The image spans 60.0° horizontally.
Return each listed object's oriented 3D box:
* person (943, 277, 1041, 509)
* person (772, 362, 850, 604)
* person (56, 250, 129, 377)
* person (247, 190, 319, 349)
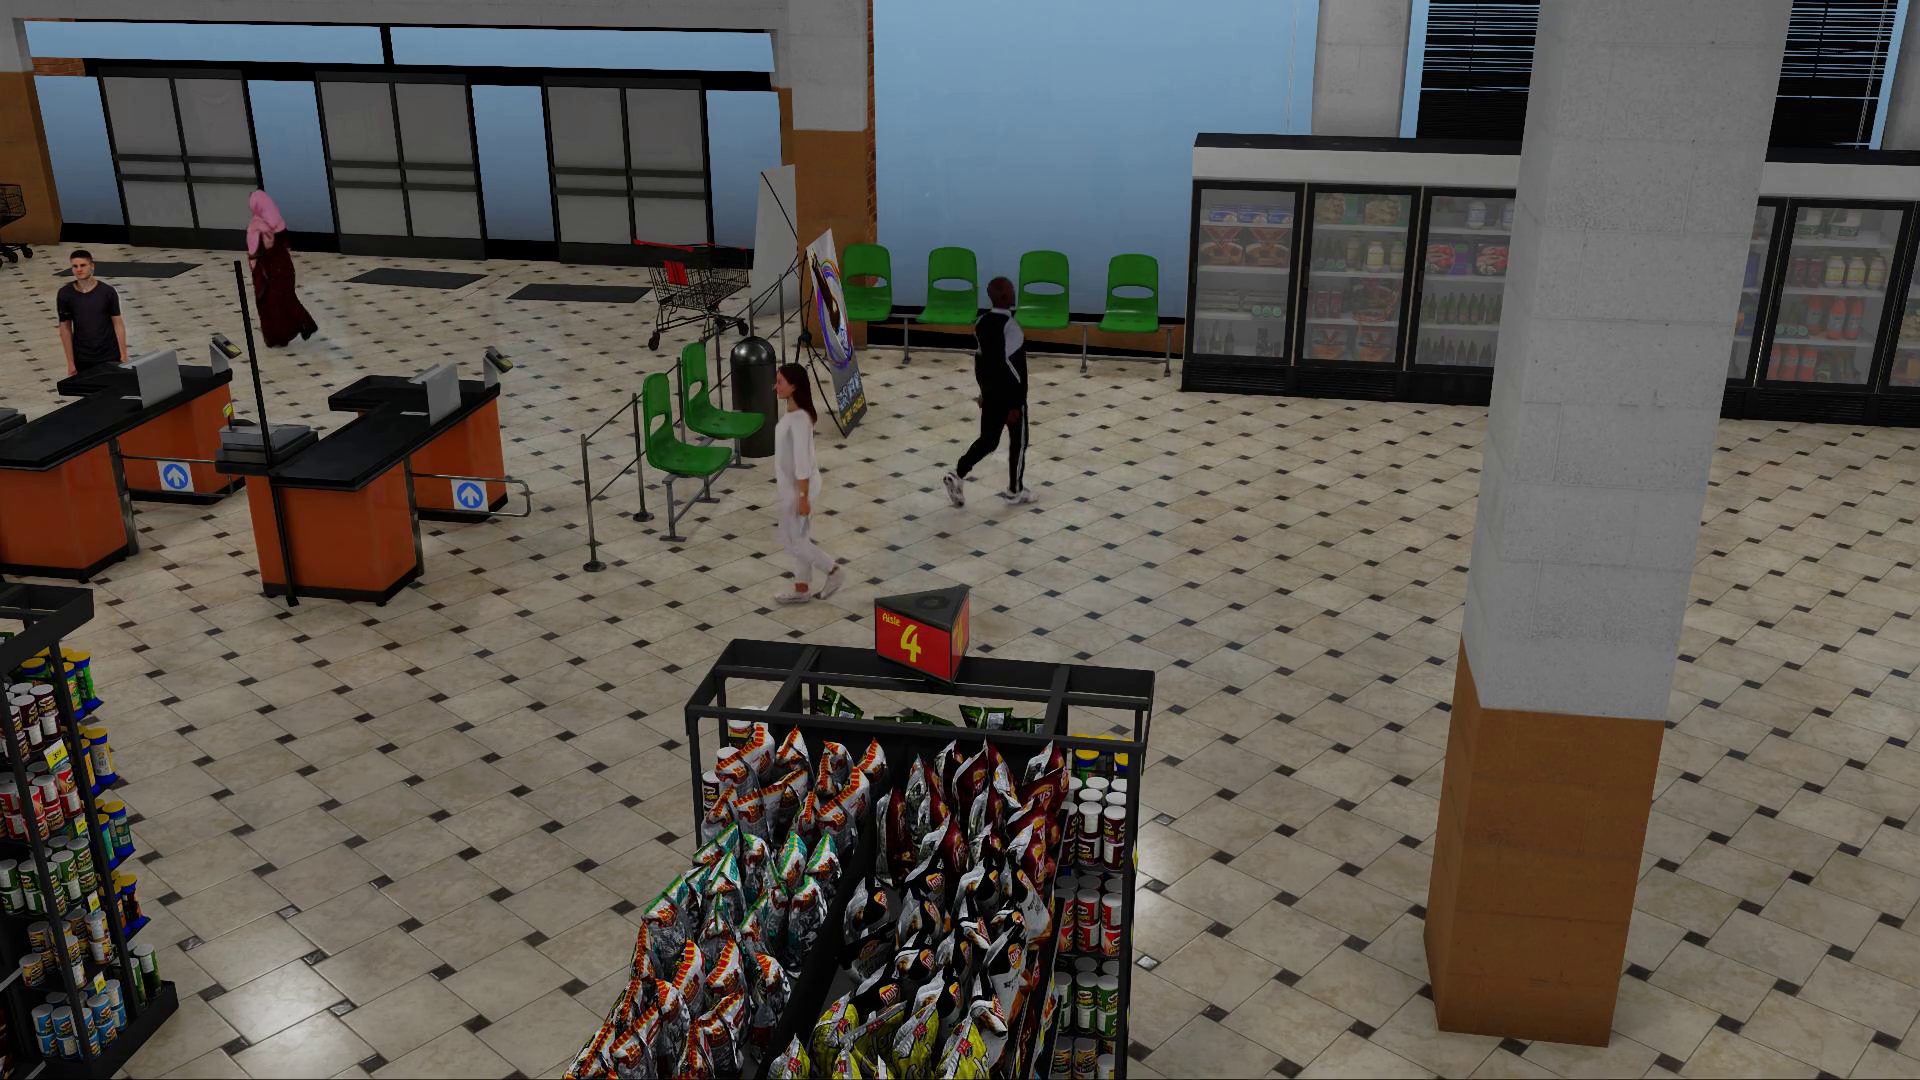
[{"bbox_3d":[0.248,-1.089,12.632,1.141,1.804,1.085,-14,26,-31],"label":"person"},{"bbox_3d":[-0.992,-0.359,10.979,0.788,1.680,0.773,-3,22,-7],"label":"person"},{"bbox_3d":[-7.128,-1.524,13.766,0.718,1.764,0.728,-8,23,-20],"label":"person"},{"bbox_3d":[-6.982,-2.760,17.018,0.883,1.634,0.869,14,26,31],"label":"person"}]
